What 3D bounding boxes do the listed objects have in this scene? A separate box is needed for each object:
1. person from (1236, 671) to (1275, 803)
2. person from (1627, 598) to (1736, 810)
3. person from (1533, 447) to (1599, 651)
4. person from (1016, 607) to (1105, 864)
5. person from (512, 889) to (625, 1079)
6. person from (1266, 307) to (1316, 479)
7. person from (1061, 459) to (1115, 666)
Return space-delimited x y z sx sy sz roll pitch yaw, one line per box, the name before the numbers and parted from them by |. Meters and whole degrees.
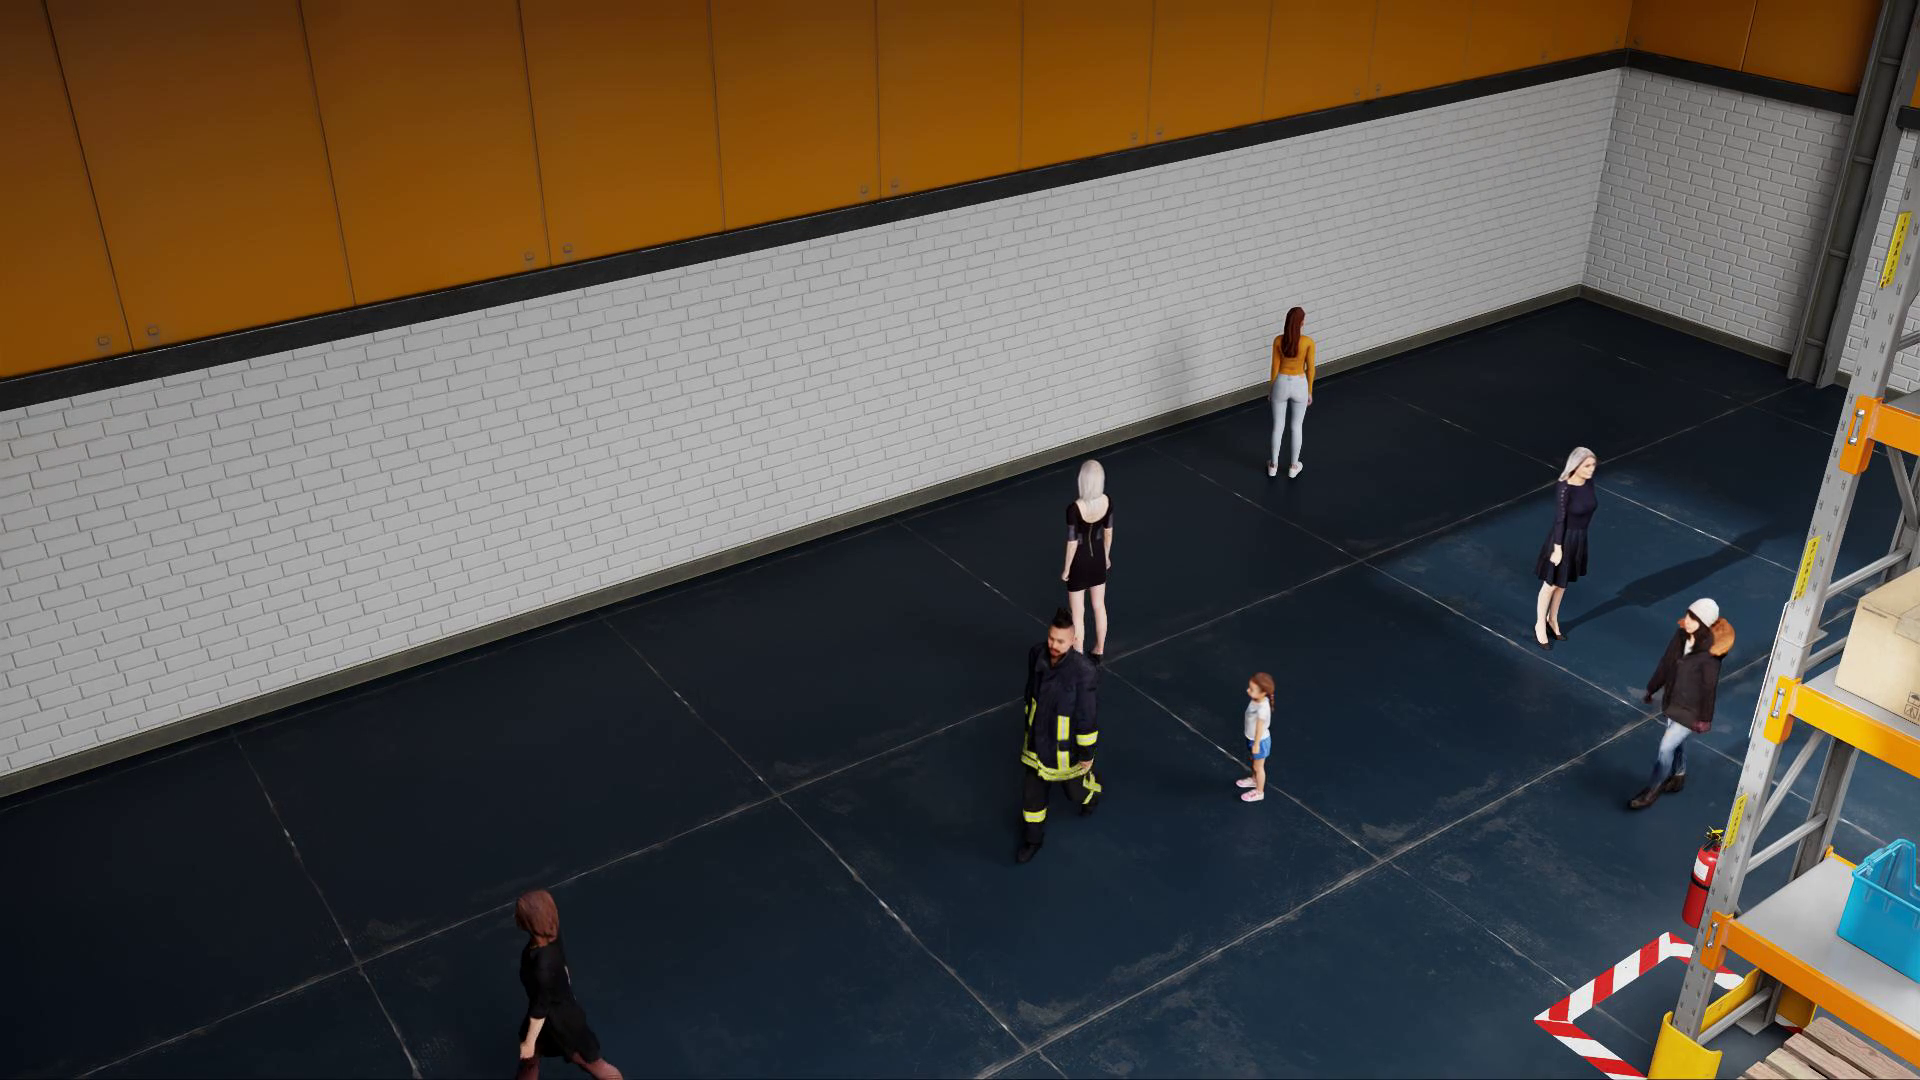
person | 2.101 1.368 11.705 0.534 1.019 0.454 -1 29 -2
person | 5.096 1.117 11.539 0.838 1.618 0.810 -7 29 -13
person | 4.870 0.053 13.357 0.597 1.747 0.565 -20 35 -33
person | 0.699 1.244 11.088 1.151 1.828 1.052 18 33 29
person | -2.047 2.561 8.852 0.899 1.658 1.096 -7 29 -13
person | 3.190 -1.433 16.076 0.678 1.751 0.746 7 29 12
person | 0.992 0.198 13.004 0.608 1.829 0.523 -15 32 -25
